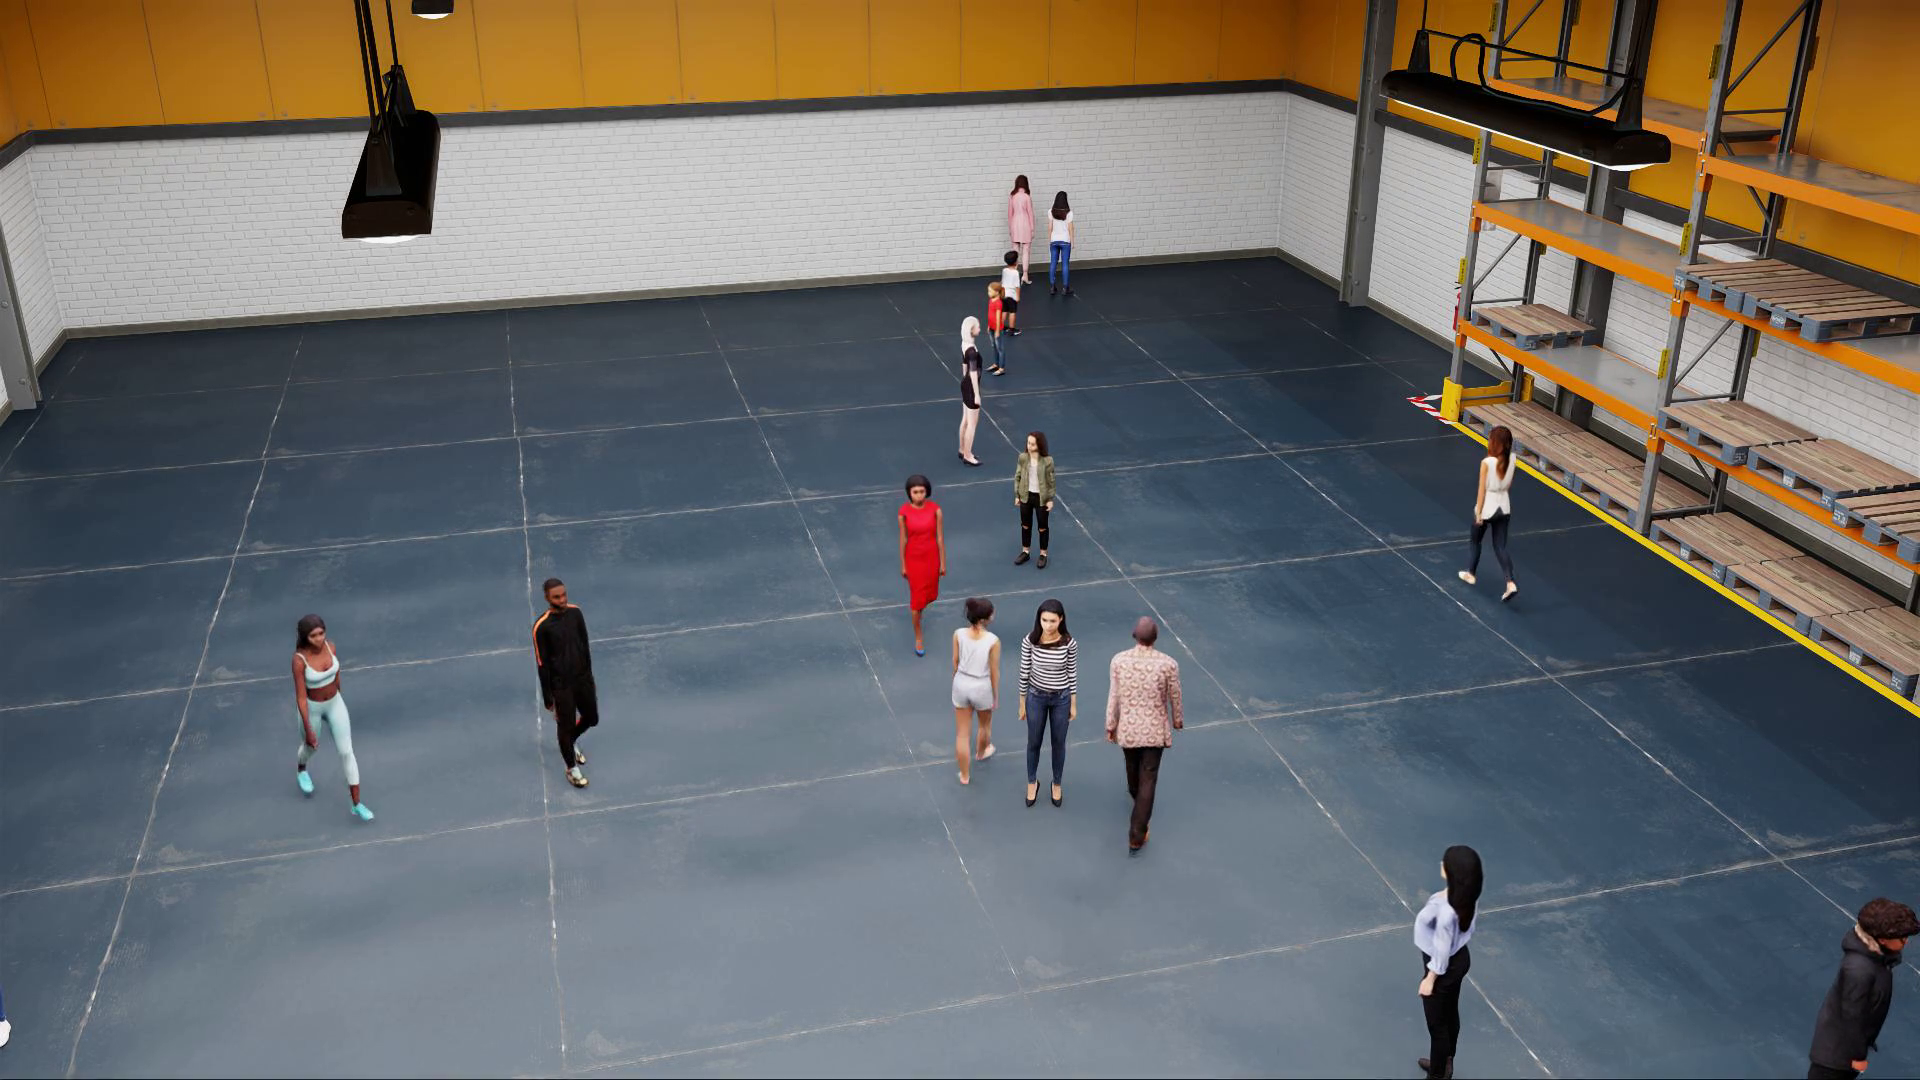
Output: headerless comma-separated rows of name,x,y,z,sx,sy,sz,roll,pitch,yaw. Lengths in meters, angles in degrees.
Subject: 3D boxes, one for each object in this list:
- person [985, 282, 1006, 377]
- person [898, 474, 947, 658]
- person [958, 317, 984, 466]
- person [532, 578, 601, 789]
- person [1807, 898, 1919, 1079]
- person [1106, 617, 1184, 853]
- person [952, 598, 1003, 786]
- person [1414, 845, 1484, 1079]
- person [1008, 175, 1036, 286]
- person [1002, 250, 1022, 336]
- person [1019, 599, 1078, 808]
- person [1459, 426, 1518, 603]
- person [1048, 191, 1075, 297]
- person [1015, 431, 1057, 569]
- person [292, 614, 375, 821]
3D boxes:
person,0.513,-2.959,23.172,0.551,1.307,0.442,-10,26,-22
person,-0.353,0.186,15.452,0.632,1.728,0.952,-4,24,-9
person,0.112,-1.775,19.815,0.638,1.826,0.408,-7,25,-15
person,-3.181,1.104,13.268,0.877,1.794,0.814,20,31,38
person,5.043,2.790,9.461,0.945,1.756,0.915,16,28,33
person,1.358,1.481,12.452,1.124,1.758,1.296,8,25,18
person,0.102,1.222,13.228,0.796,1.612,0.931,4,24,9
person,2.910,2.578,9.961,0.769,1.743,0.728,16,28,32
person,1.004,-5.125,27.509,0.686,1.803,0.732,11,26,24
person,0.755,-3.714,24.967,0.623,1.252,0.534,-21,31,-40
person,0.691,1.269,12.891,0.656,1.794,0.619,1,24,3
person,5.319,-0.239,16.395,0.566,1.752,1.040,-6,24,-13
person,1.627,-4.789,26.886,0.675,1.685,0.722,11,26,24
person,0.779,-0.435,17.188,0.650,1.475,0.683,9,25,20
person,-4.991,1.334,12.889,1.238,1.677,1.018,21,31,39
